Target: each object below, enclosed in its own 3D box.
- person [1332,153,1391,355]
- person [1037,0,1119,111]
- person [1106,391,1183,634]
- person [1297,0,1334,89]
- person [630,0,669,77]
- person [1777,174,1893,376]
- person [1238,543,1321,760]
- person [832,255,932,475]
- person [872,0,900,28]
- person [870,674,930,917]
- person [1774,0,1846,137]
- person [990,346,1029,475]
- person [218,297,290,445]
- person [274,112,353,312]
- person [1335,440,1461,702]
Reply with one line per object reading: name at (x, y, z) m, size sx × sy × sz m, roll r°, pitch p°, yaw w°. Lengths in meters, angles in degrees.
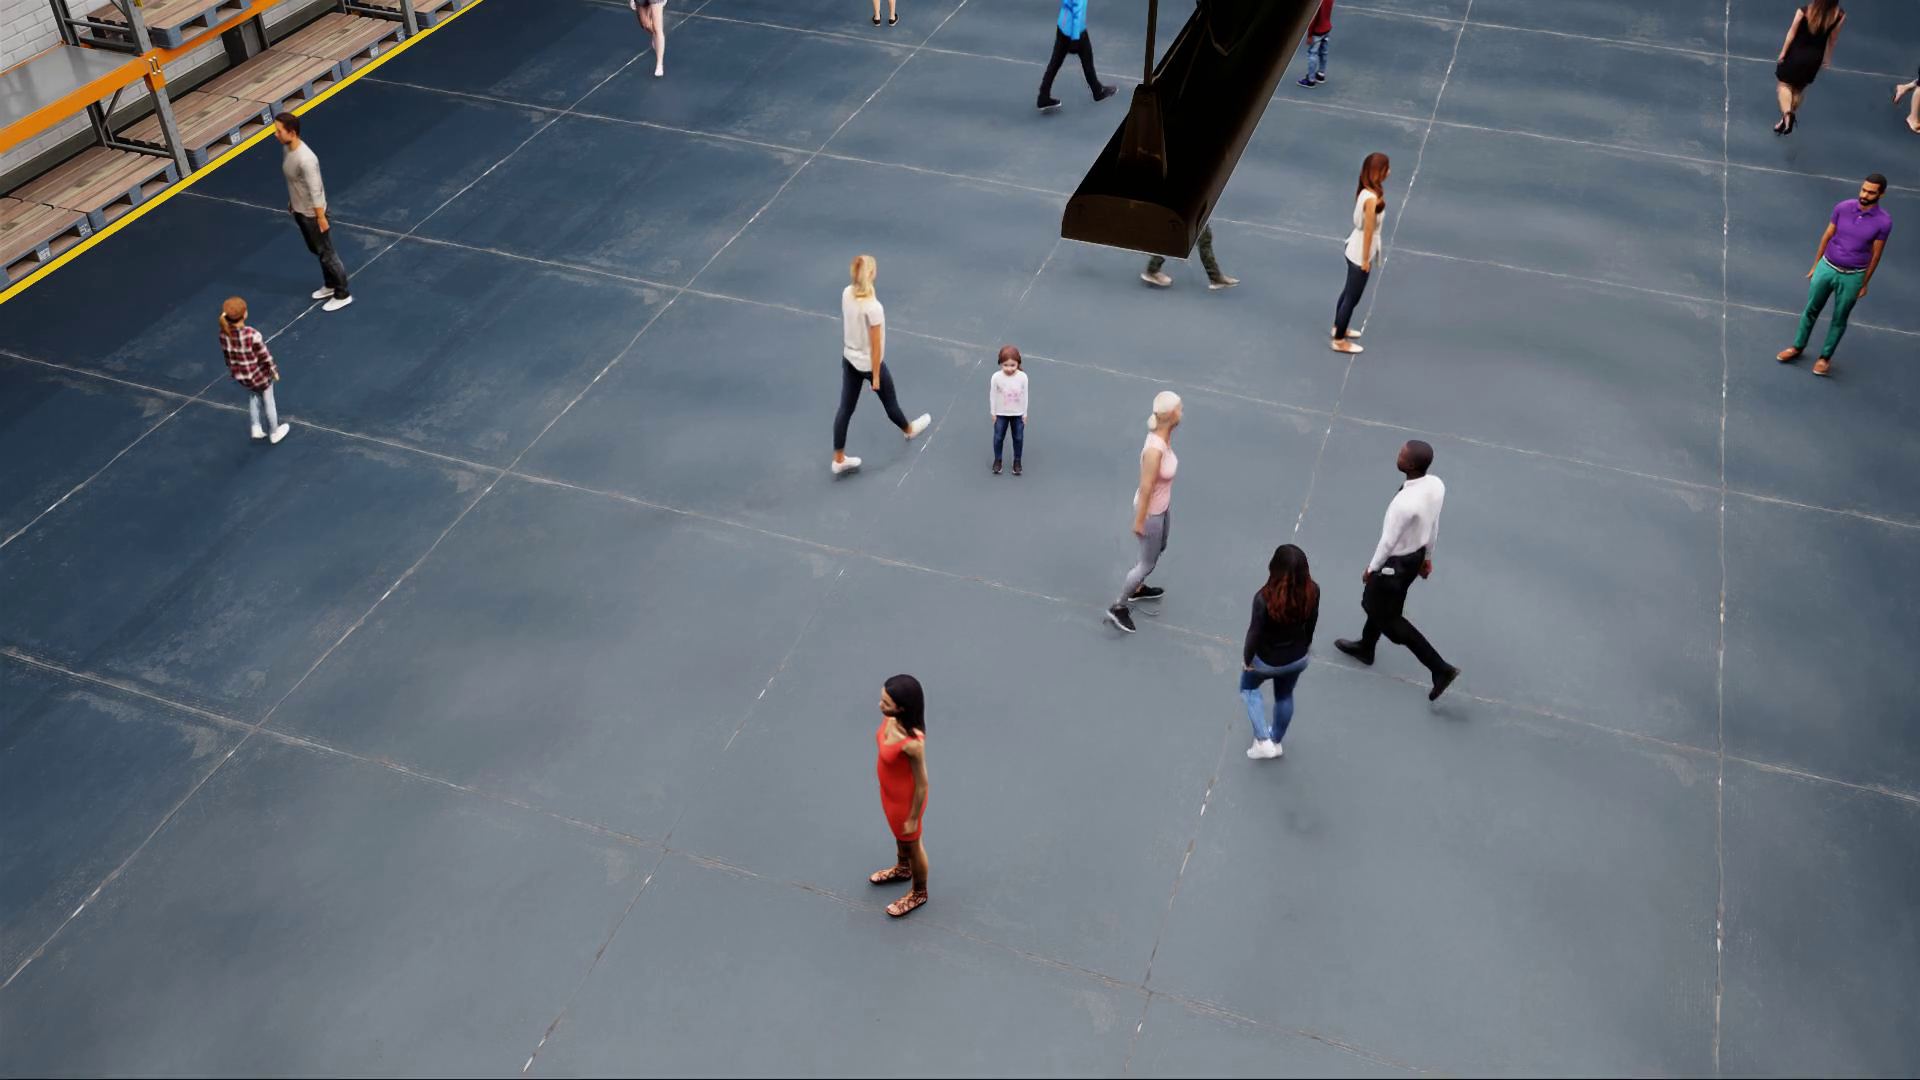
person at (3.342, -2.407, 13.923) m, size 0.684 × 1.782 × 0.523 m, roll 5°, pitch 39°, yaw 7°
person at (1.097, -5.371, 17.670) m, size 1.198 × 1.737 × 1.157 m, roll -15°, pitch 41°, yaw -18°
person at (1.264, -0.202, 11.244) m, size 0.855 × 1.680 × 0.532 m, roll 17°, pitch 42°, yaw 21°
person at (3.985, -5.644, 18.401) m, size 0.537 × 1.253 × 0.636 m, roll -32°, pitch 48°, yaw -33°
person at (-3.485, -6.179, 18.680) m, size 0.762 × 1.739 × 1.102 m, roll 2°, pitch 39°, yaw 3°
person at (7.259, -2.204, 13.681) m, size 0.698 × 1.767 × 0.688 m, roll 31°, pitch 48°, yaw 33°
person at (1.973, 0.743, 10.103) m, size 0.800 × 1.626 × 0.850 m, roll -10°, pitch 40°, yaw -12°
person at (-0.792, -1.273, 12.520) m, size 1.235 × 1.761 × 0.950 m, roll -31°, pitch 48°, yaw -33°
person at (-0.922, -6.886, 19.711) m, size 0.618 × 1.558 × 0.640 m, roll 0°, pitch 39°, yaw 1°
person at (-0.314, 1.397, 9.210) m, size 0.723 × 1.719 × 0.657 m, roll -15°, pitch 41°, yaw -18°
person at (8.709, -4.918, 17.127) m, size 0.774 × 1.707 × 0.888 m, roll 4°, pitch 39°, yaw 4°
person at (0.379, -1.006, 12.705) m, size 0.499 × 1.112 × 0.539 m, roll -1°, pitch 39°, yaw -1°
person at (-5.520, -1.276, 12.894) m, size 0.576 × 1.299 × 0.597 m, roll 6°, pitch 39°, yaw 8°
person at (-5.639, -2.884, 14.498) m, size 0.728 × 1.809 × 0.731 m, roll -26°, pitch 45°, yaw -28°
person at (2.888, 0.212, 10.621) m, size 0.959 × 1.810 × 1.153 m, roll 25°, pitch 45°, yaw 28°
